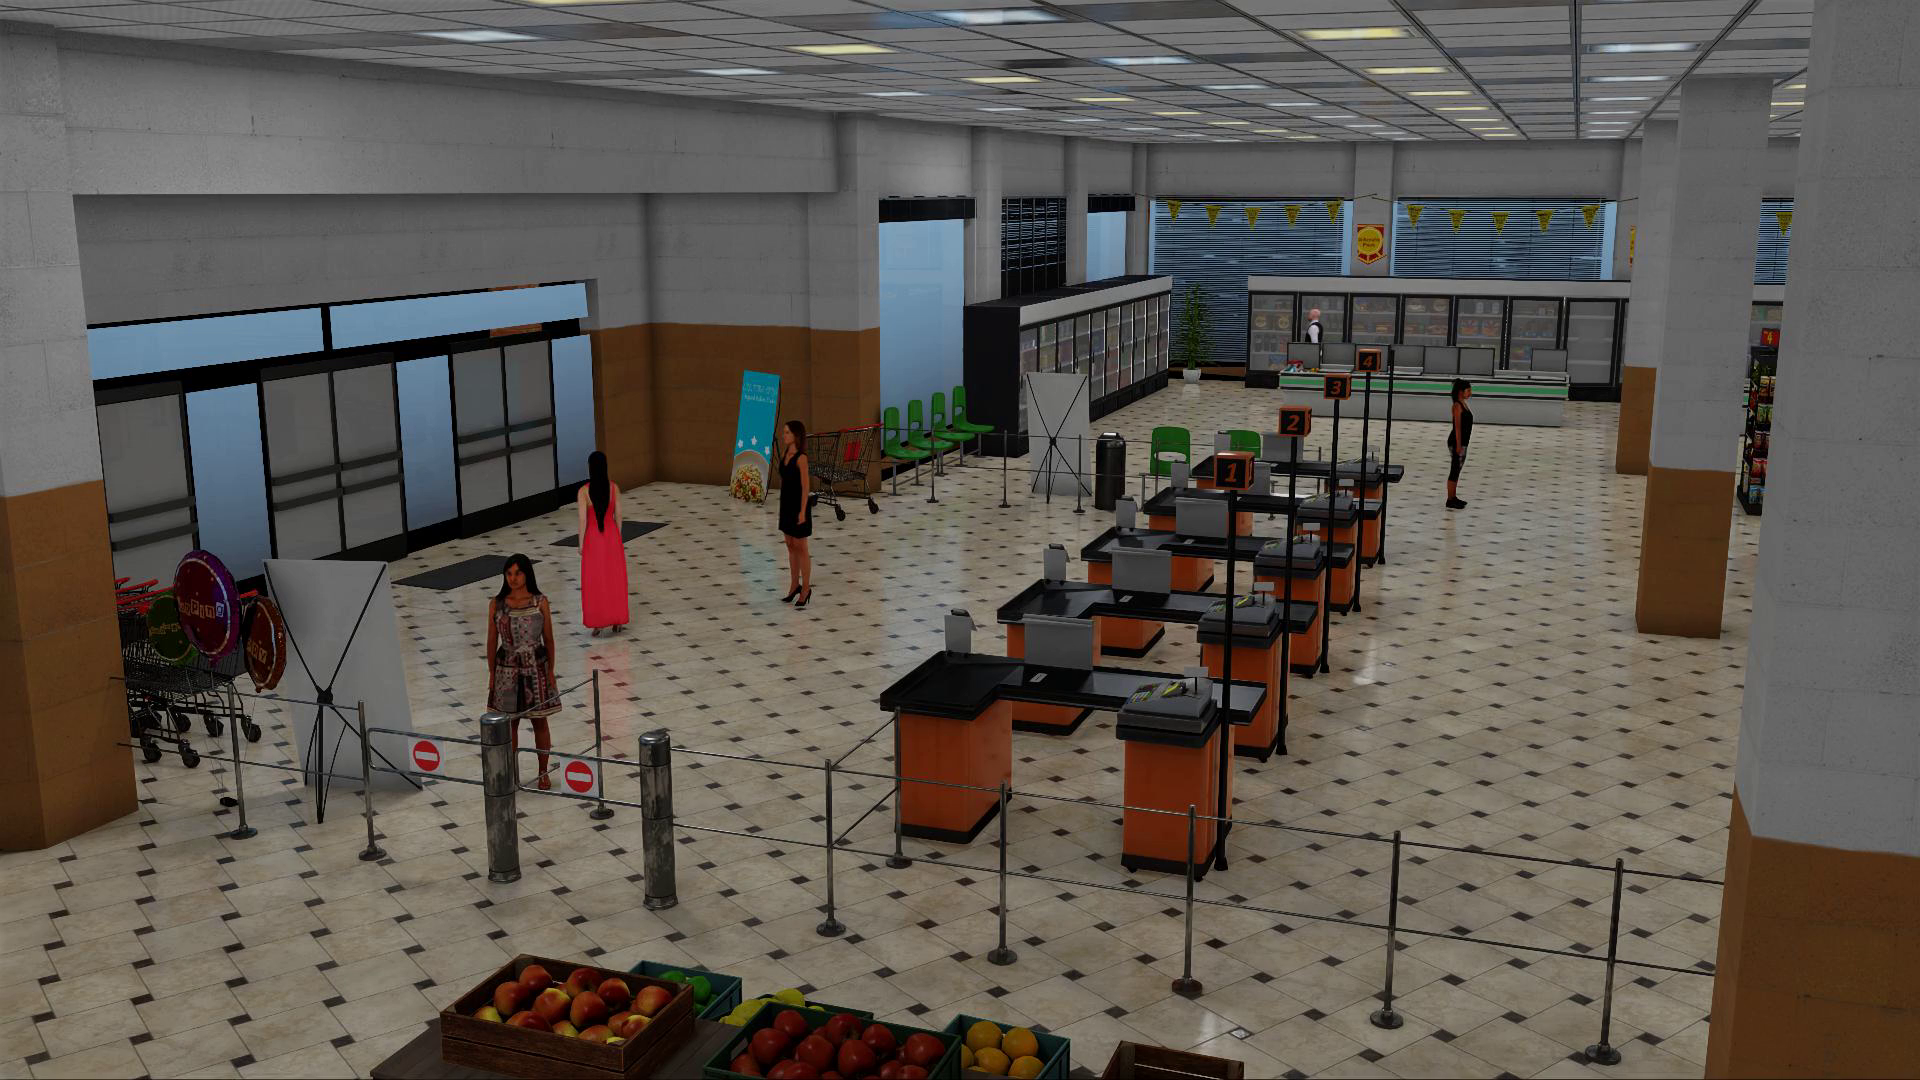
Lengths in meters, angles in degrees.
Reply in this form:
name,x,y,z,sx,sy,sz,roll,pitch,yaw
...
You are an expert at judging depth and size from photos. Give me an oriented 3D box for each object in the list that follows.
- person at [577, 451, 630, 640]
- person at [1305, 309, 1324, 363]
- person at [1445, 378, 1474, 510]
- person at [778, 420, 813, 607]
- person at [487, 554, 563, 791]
name,x,y,z,sx,sy,sz,roll,pitch,yaw
person,-3.269,0.037,15.181,0.716,1.727,0.754,-8,14,-32
person,6.744,-3.484,31.670,0.596,1.823,0.687,5,13,22
person,6.433,-1.261,21.473,0.520,1.673,0.590,5,13,24
person,-1.612,-0.263,16.345,0.733,1.834,0.641,-8,14,-34
person,-2.967,0.894,11.311,0.640,1.644,0.785,-2,12,-7
